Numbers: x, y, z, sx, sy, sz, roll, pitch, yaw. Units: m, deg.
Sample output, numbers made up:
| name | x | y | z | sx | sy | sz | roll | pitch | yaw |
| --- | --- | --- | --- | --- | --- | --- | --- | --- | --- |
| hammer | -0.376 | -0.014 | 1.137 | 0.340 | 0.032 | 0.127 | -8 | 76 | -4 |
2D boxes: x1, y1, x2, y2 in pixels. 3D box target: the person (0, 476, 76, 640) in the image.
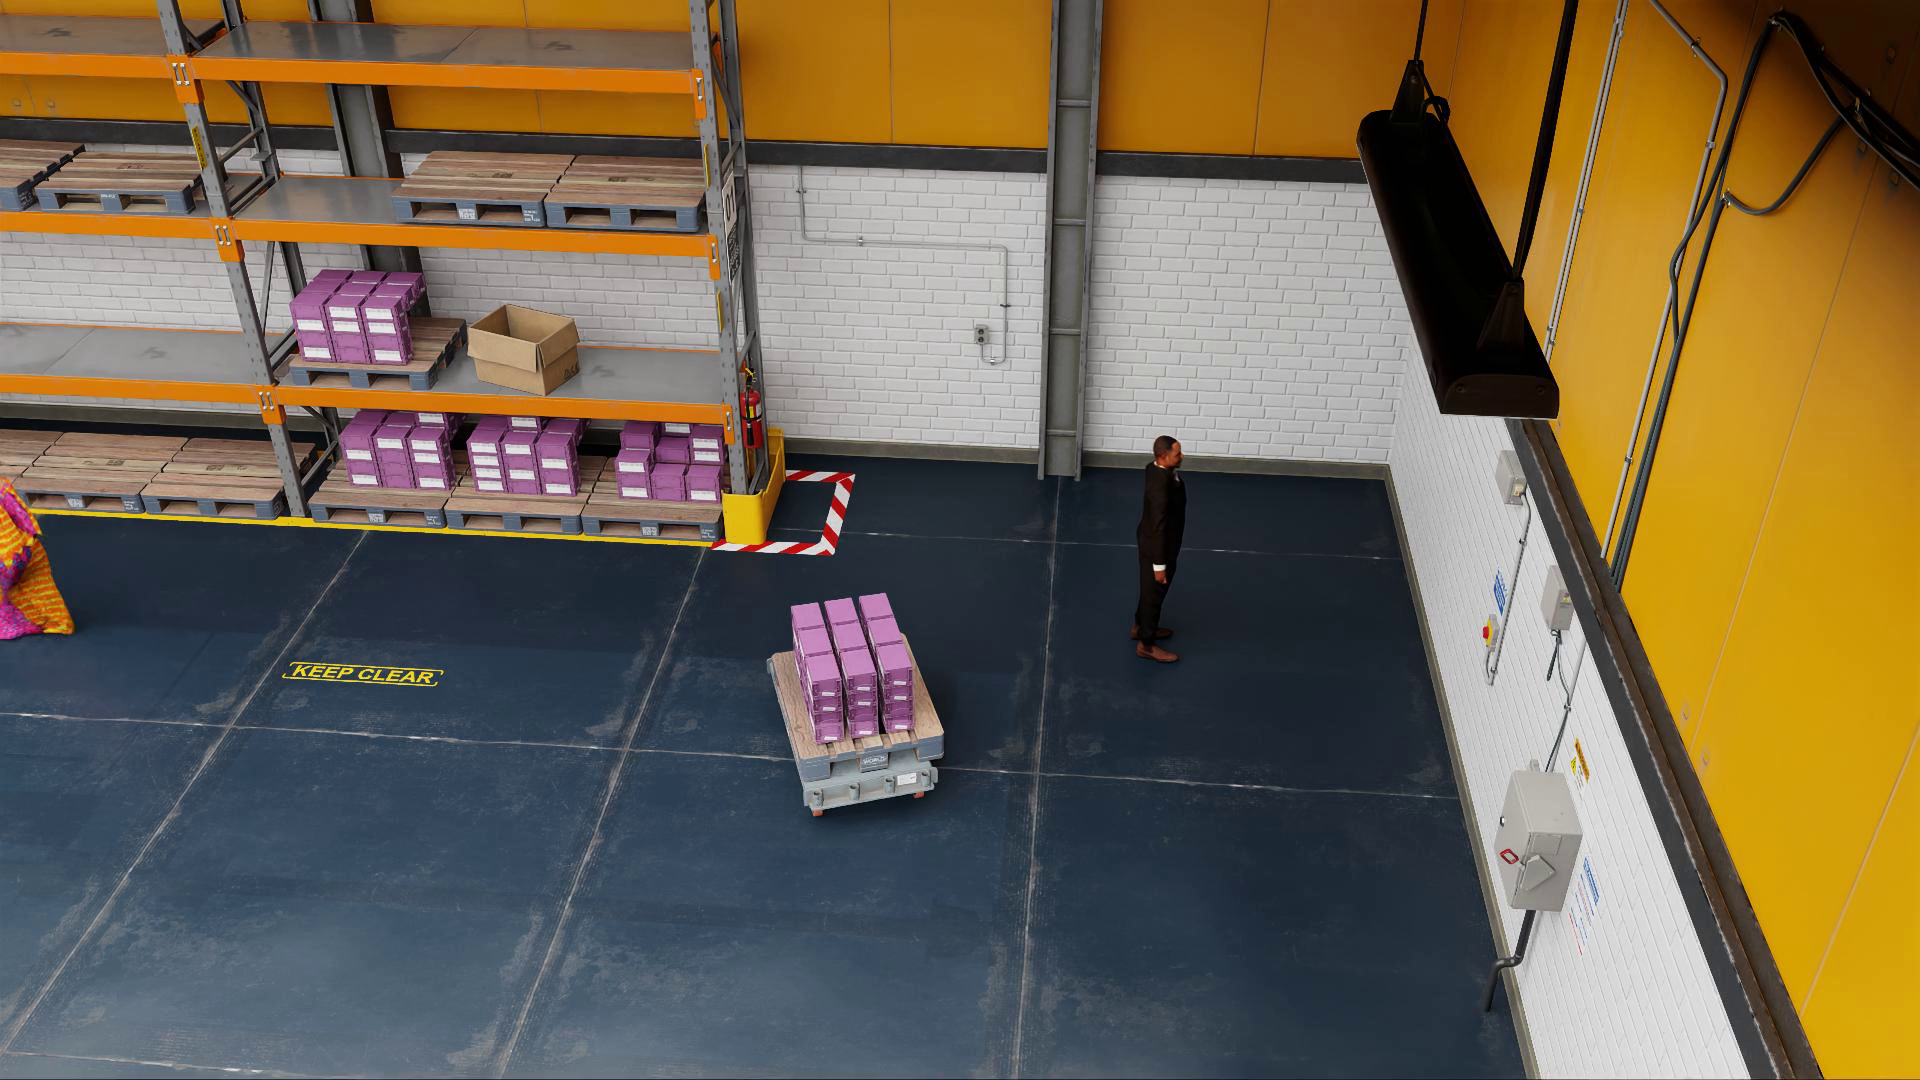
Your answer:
| name | x | y | z | sx | sy | sz | roll | pitch | yaw |
| --- | --- | --- | --- | --- | --- | --- | --- | --- | --- |
| person | -7.333 | 0.067 | 12.843 | 0.943 | 1.643 | 0.765 | 7 | 34 | 10 |

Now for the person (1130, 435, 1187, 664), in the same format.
| name | x | y | z | sx | sy | sz | roll | pitch | yaw |
| --- | --- | --- | --- | --- | --- | --- | --- | --- | --- |
| person | 1.502 | 0.043 | 12.642 | 0.600 | 1.904 | 0.683 | 2 | 34 | 3 |
